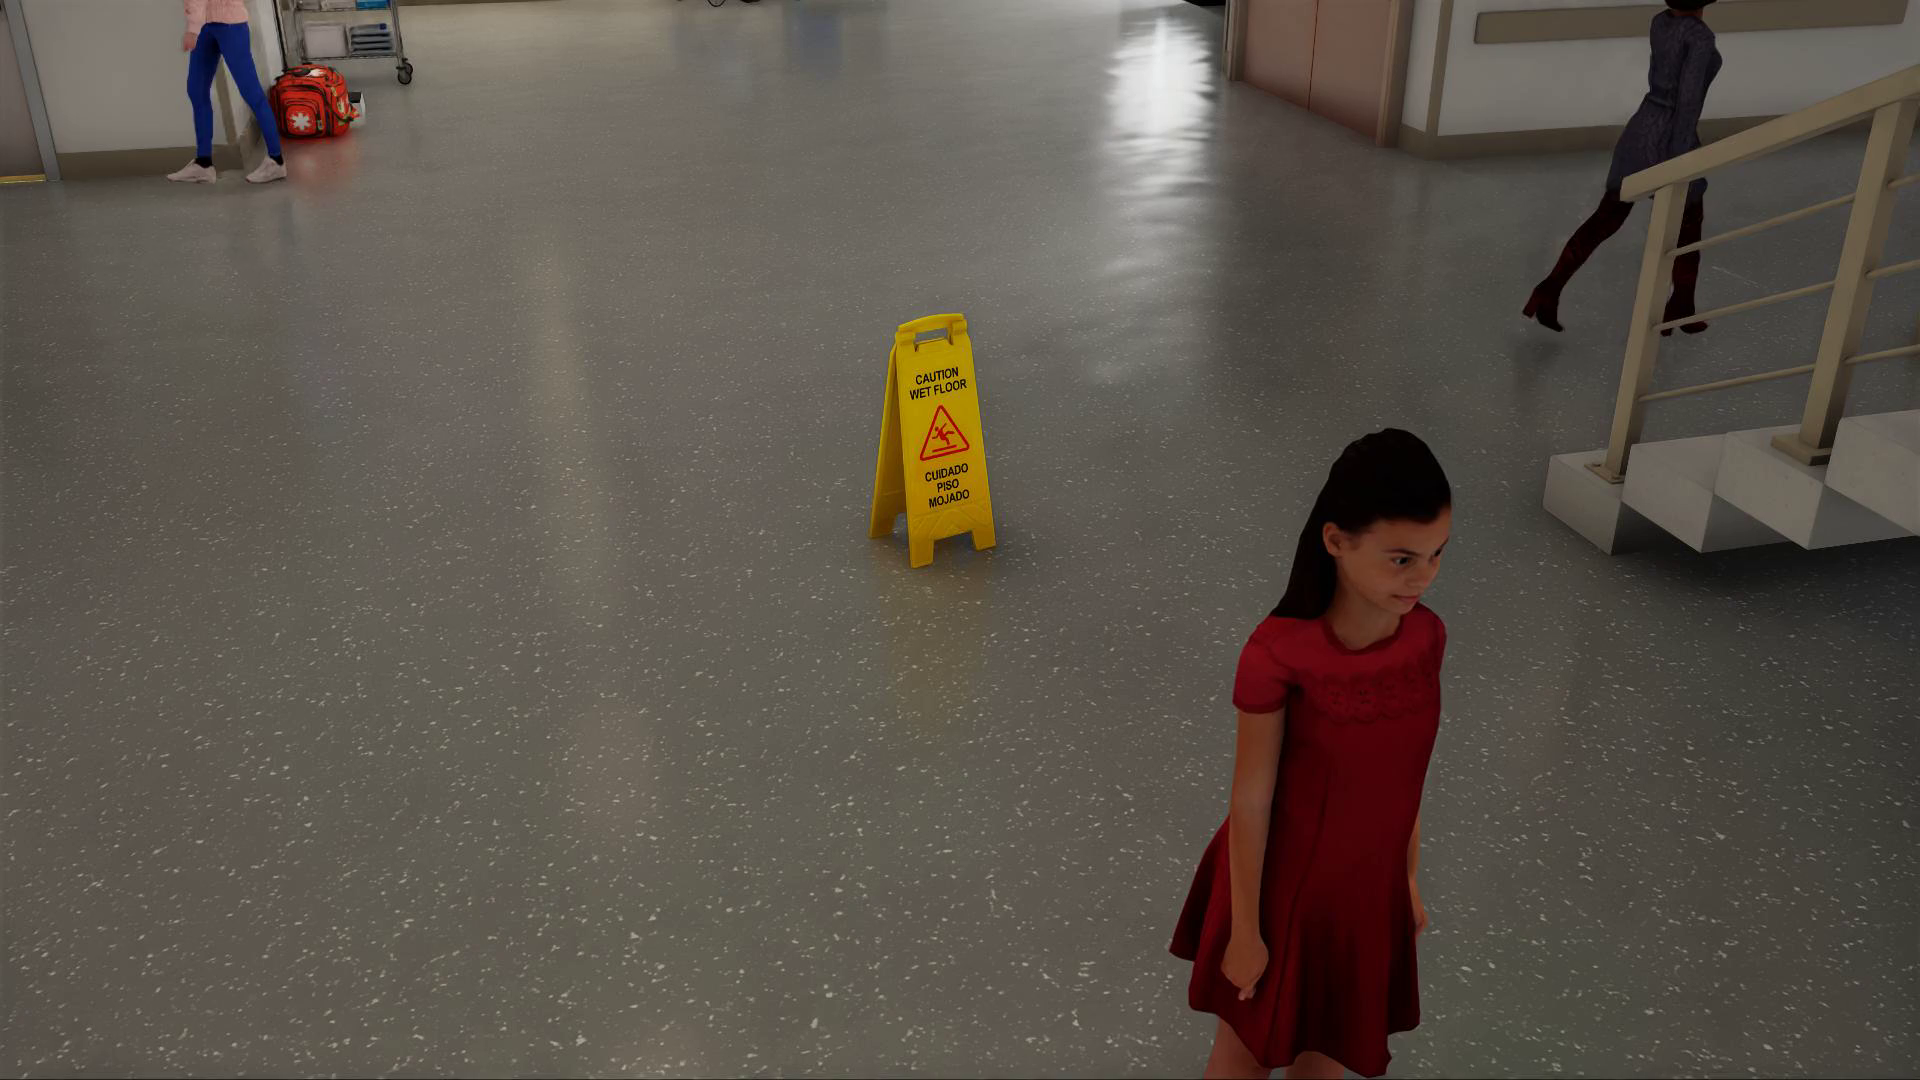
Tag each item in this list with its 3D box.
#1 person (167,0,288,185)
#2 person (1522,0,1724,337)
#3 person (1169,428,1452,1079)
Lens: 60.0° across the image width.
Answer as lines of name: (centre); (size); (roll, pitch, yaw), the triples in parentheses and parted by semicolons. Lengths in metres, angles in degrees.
person: (-4.220, -2.948, 9.714); (0.944, 1.727, 0.953); (-22, 34, -38)
person: (2.865, -1.627, 7.035); (0.662, 1.674, 1.028); (-6, 26, -12)
person: (0.571, 0.541, 2.675); (0.593, 1.557, 0.652); (-12, 28, -24)
